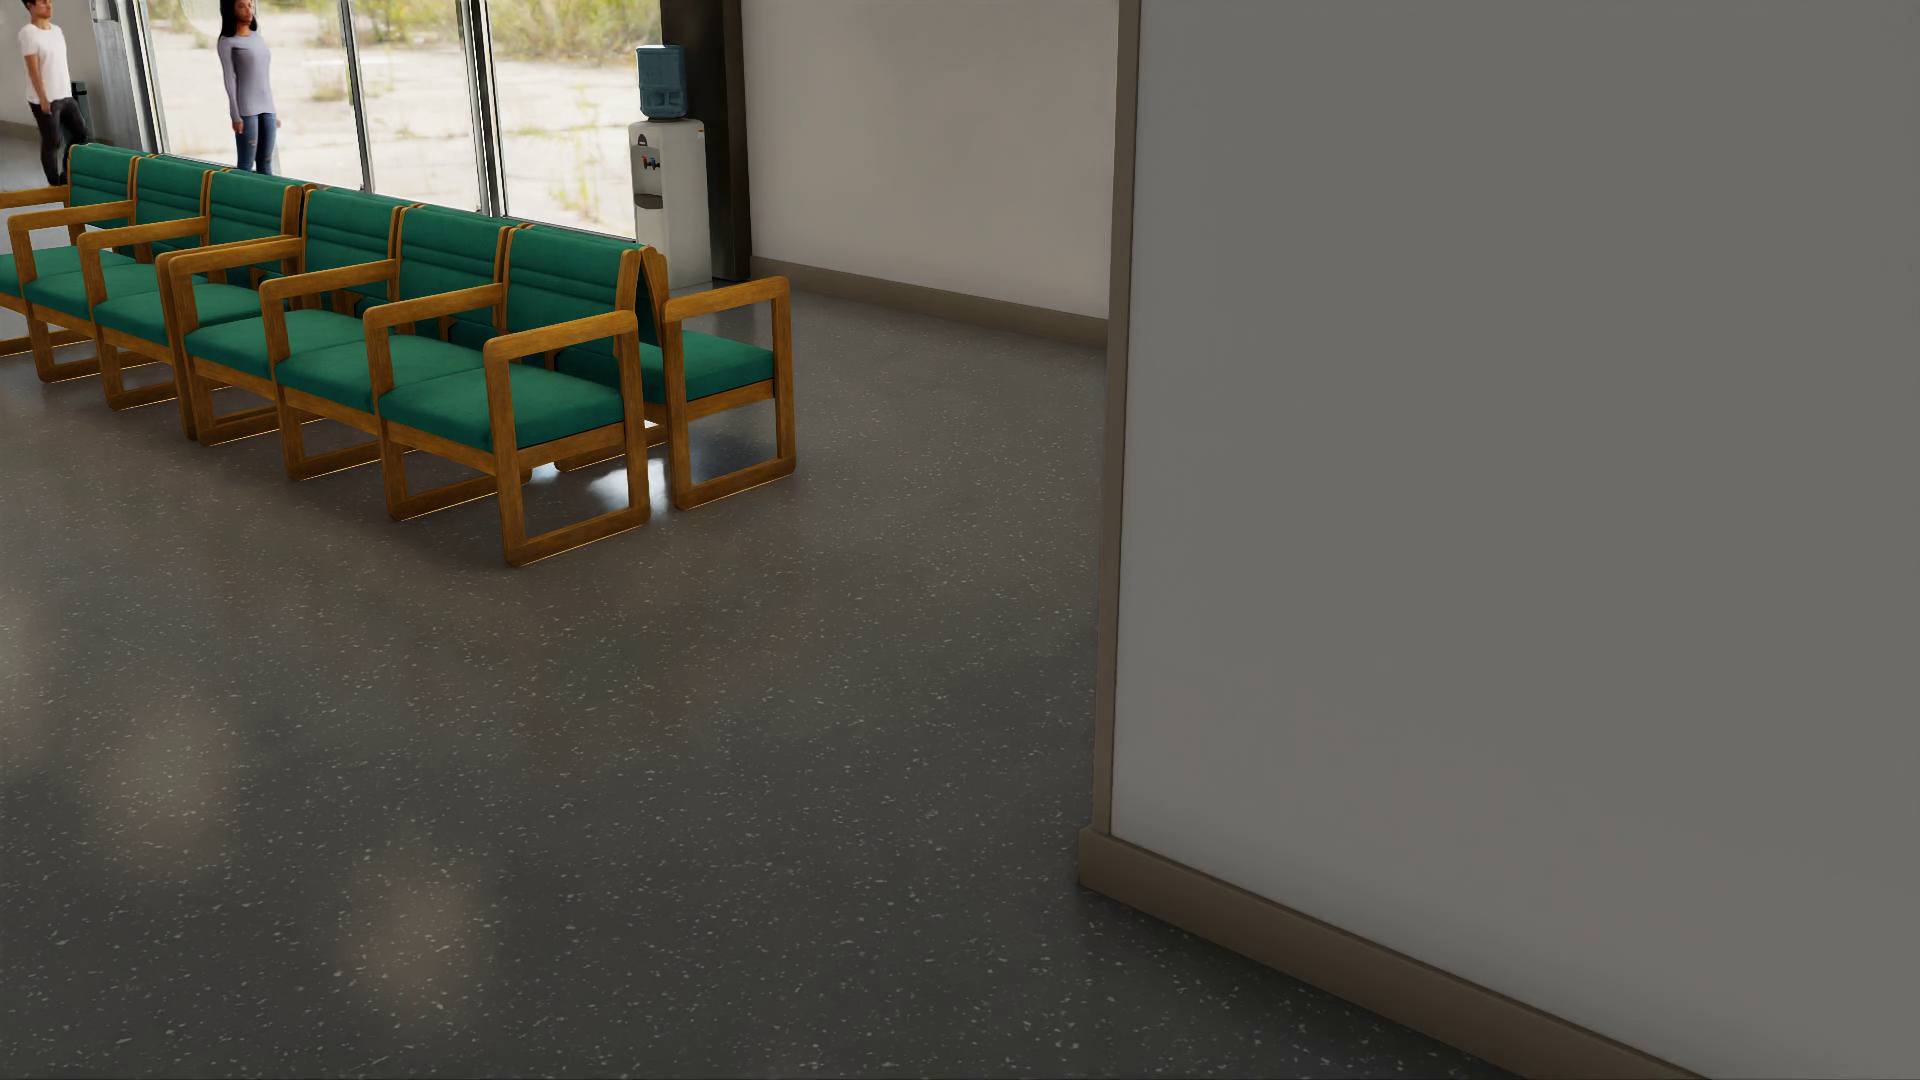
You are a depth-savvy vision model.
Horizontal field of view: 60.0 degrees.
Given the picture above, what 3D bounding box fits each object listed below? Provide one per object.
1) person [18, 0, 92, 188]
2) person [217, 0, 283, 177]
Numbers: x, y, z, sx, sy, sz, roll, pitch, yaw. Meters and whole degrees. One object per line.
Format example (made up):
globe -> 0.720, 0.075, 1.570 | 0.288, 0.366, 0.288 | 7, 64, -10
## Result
person -> -7.494, -3.641, 13.597 | 0.799, 1.713, 0.687 | 4, 21, 12
person -> -5.316, -3.206, 12.461 | 0.735, 1.735, 0.583 | 7, 22, 19
